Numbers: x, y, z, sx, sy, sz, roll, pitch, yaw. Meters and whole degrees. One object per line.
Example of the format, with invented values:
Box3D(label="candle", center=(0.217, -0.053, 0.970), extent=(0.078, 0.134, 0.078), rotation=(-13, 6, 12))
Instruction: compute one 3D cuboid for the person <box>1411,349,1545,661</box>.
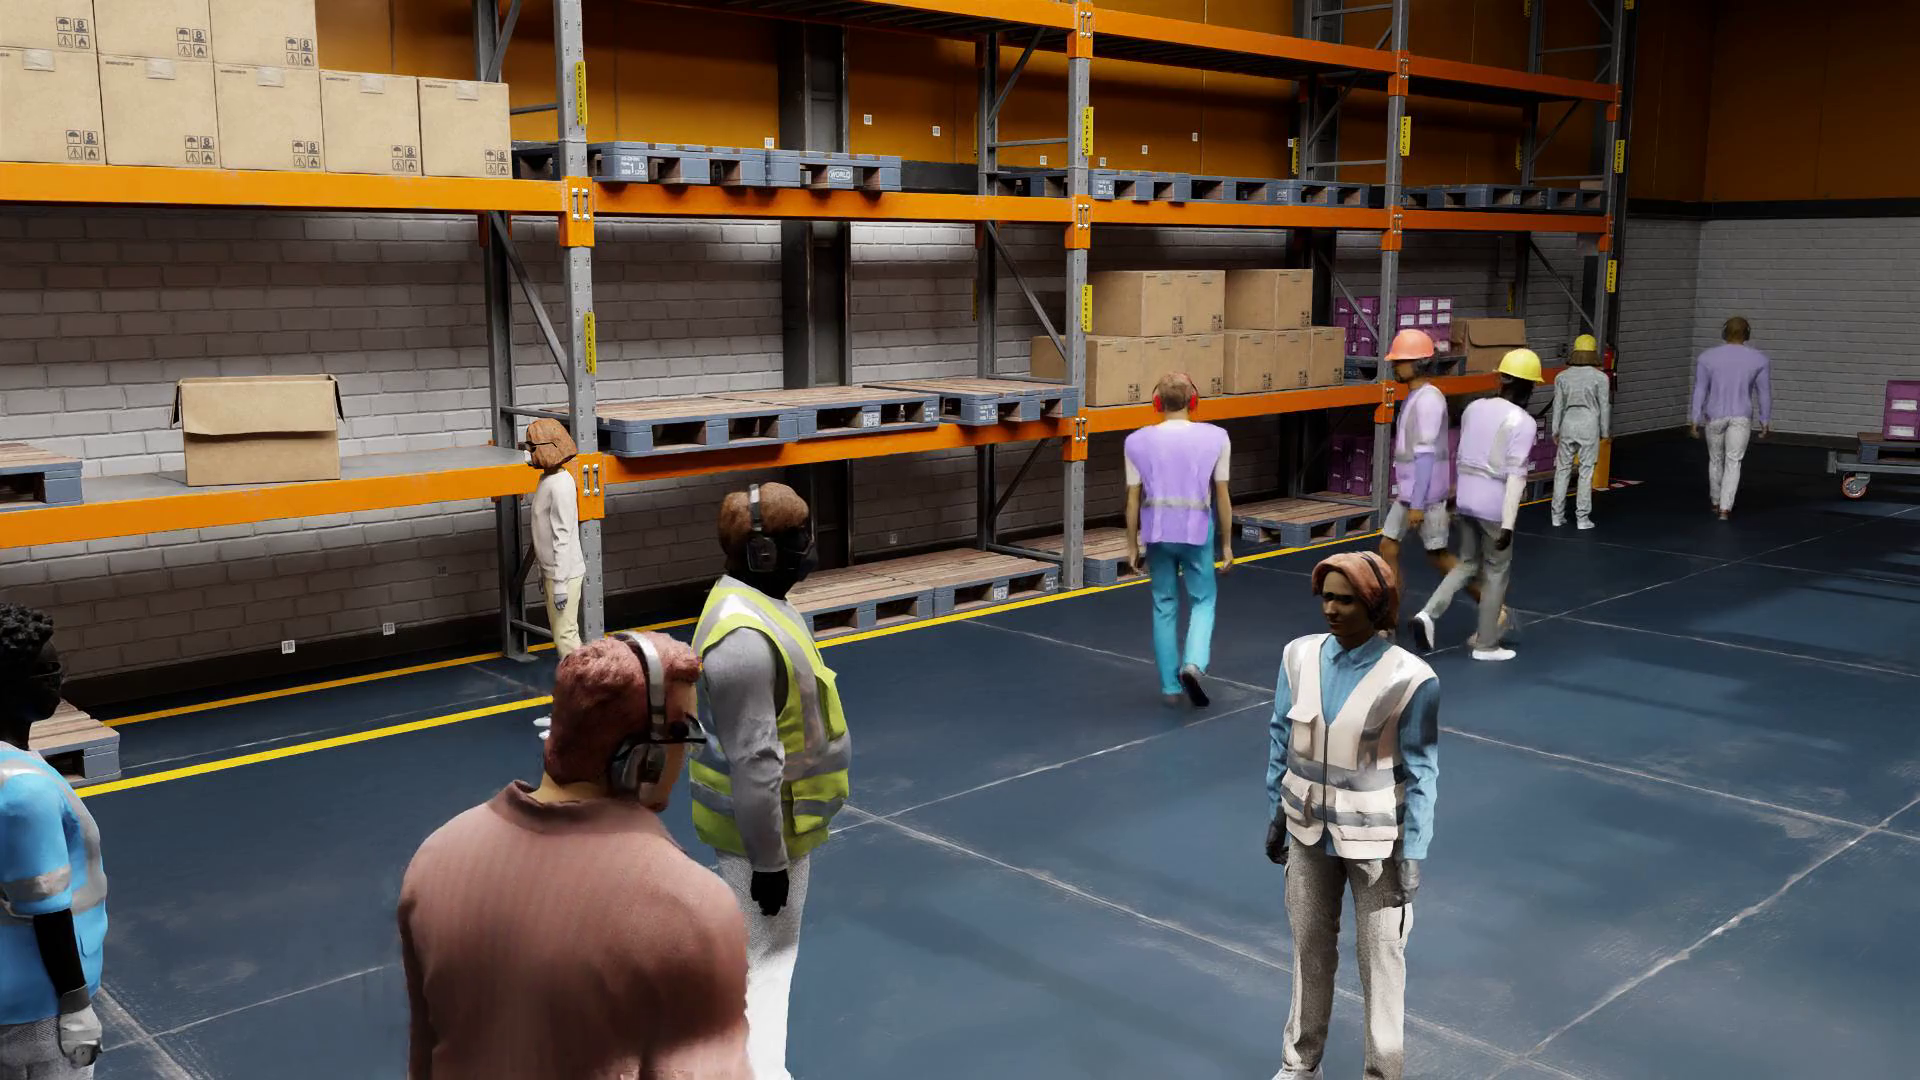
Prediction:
Box3D(label="person", center=(3.113, -0.191, 9.898), extent=(0.695, 1.890, 0.602), rotation=(-4, 11, -25))

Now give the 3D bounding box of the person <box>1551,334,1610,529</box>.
Box3D(label="person", center=(5.549, -0.964, 14.881), extent=(0.495, 1.743, 0.316), rotation=(9, 13, 42))

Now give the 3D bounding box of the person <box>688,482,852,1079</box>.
Box3D(label="person", center=(-0.502, 0.763, 4.451), extent=(0.429, 1.846, 0.625), rotation=(-1, 10, -6))

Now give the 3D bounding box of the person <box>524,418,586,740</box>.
Box3D(label="person", center=(-2.040, 0.194, 8.422), extent=(0.277, 1.629, 0.497), rotation=(-4, 10, -20))

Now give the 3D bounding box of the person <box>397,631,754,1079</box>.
Box3D(label="person", center=(-0.565, 1.059, 2.627), extent=(0.794, 1.862, 0.775), rotation=(5, 11, 27))

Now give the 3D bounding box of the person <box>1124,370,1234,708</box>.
Box3D(label="person", center=(1.155, 0.022, 8.835), extent=(0.597, 1.824, 0.503), rotation=(2, 10, 12))

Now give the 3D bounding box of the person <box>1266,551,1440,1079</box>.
Box3D(label="person", center=(1.075, 0.835, 4.621), extent=(0.514, 1.641, 0.309), rotation=(9, 13, 44))

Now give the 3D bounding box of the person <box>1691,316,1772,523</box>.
Box3D(label="person", center=(7.113, -1.117, 15.350), extent=(0.654, 1.888, 1.043), rotation=(6, 11, 29))

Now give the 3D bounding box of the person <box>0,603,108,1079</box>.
Box3D(label="person", center=(-2.028, 0.975, 3.639), extent=(0.534, 1.697, 0.318), rotation=(9, 13, 43))

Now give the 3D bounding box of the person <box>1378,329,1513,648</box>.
Box3D(label="person", center=(2.953, -0.312, 10.342), extent=(1.013, 2.001, 0.631), rotation=(1, 10, 4))
